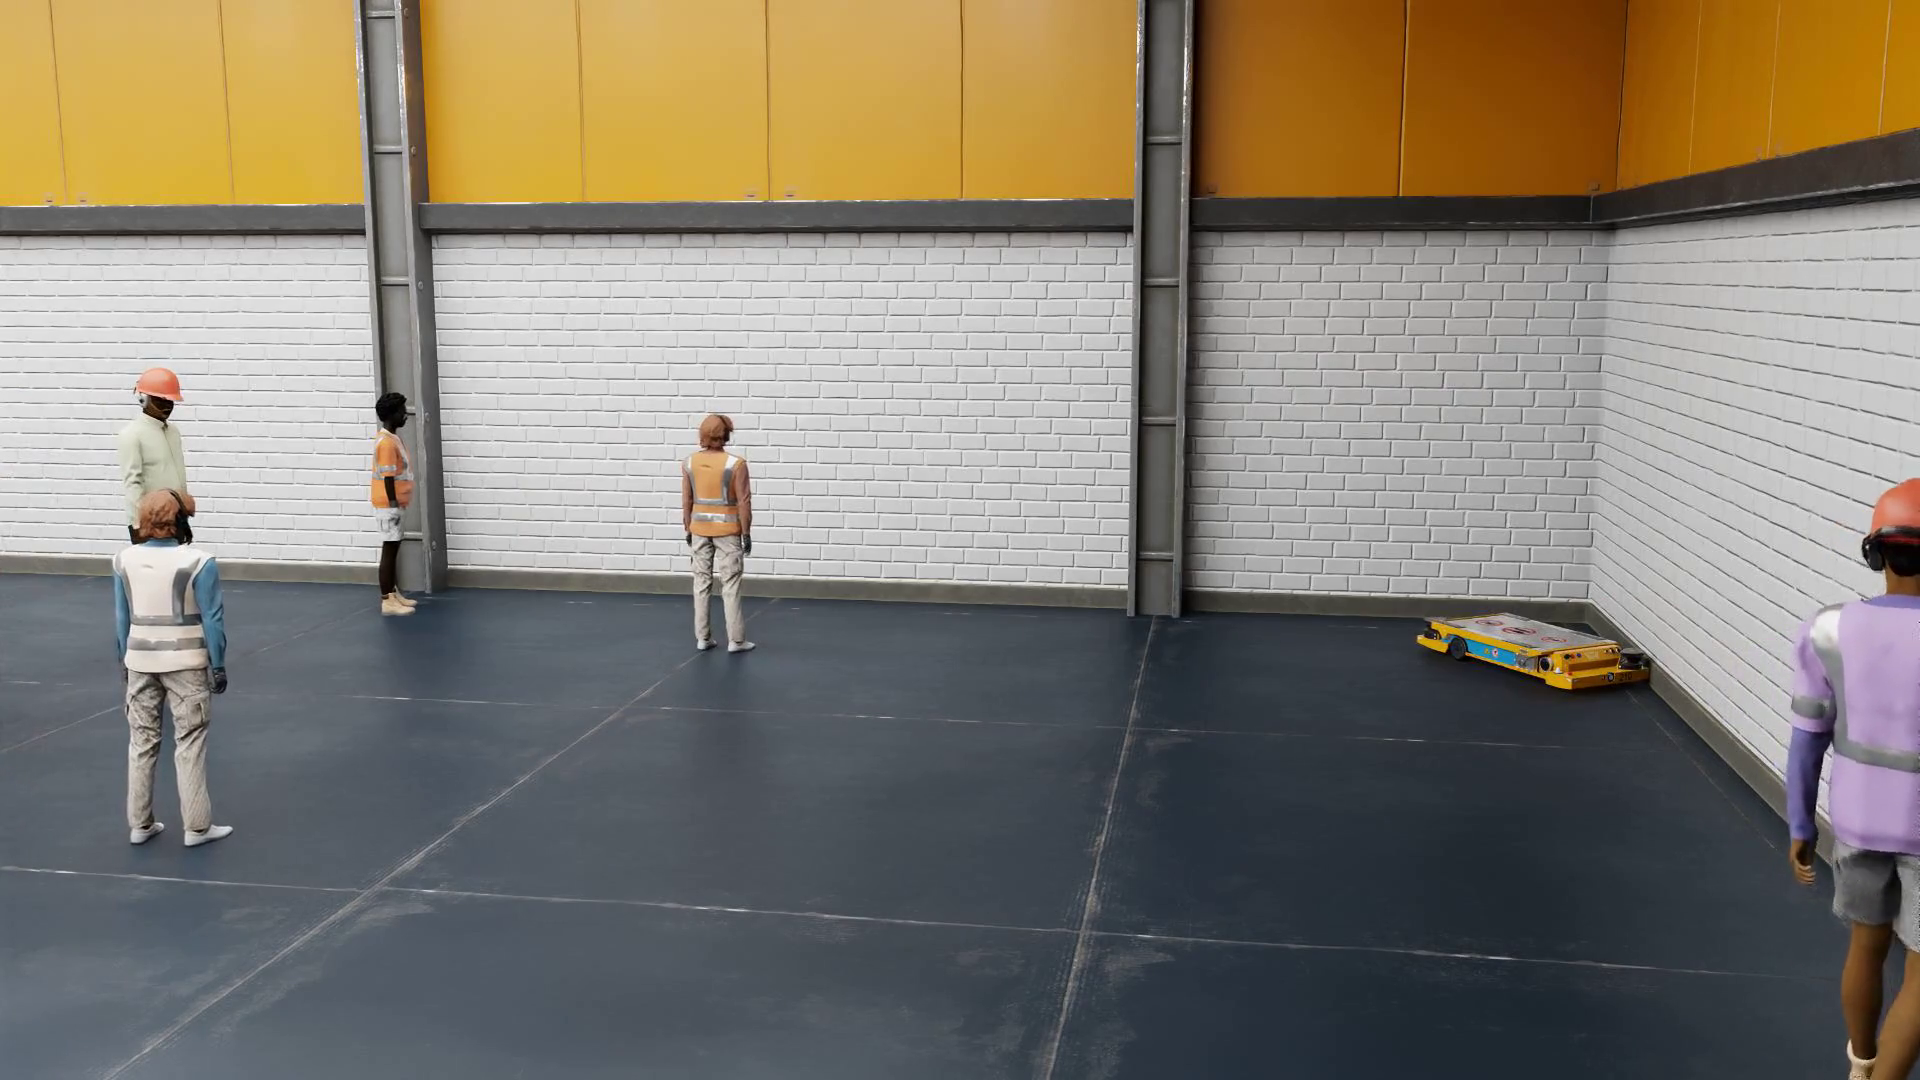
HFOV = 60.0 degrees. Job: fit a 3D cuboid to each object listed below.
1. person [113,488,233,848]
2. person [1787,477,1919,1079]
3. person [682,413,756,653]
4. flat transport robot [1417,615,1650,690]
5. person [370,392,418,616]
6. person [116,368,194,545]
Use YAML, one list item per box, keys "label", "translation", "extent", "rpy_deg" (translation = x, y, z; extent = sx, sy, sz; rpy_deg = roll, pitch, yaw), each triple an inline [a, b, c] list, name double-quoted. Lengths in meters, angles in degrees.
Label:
- label: "person"
  translation: [-3.583, 0.581, 7.555]
  extent: [0.527, 1.626, 0.326]
  rpy_deg: [1, 9, 8]
- label: "person"
  translation: [2.736, 0.824, 4.855]
  extent: [0.868, 2.017, 0.621]
  rpy_deg: [-8, 12, -40]
- label: "person"
  translation: [-1.651, -0.040, 11.328]
  extent: [0.543, 1.634, 0.336]
  rpy_deg: [3, 10, 18]
- label: "flat transport robot"
  translation: [3.740, 0.705, 10.941]
  extent: [0.652, 0.197, 1.431]
  rpy_deg: [-4, 10, -24]
- label: "person"
  translation: [-4.299, -0.273, 12.615]
  extent: [0.318, 1.691, 0.535]
  rpy_deg: [-3, 10, -16]
- label: "person"
  translation: [-5.153, -0.117, 10.742]
  extent: [0.399, 1.984, 0.609]
  rpy_deg: [0, 9, 3]
